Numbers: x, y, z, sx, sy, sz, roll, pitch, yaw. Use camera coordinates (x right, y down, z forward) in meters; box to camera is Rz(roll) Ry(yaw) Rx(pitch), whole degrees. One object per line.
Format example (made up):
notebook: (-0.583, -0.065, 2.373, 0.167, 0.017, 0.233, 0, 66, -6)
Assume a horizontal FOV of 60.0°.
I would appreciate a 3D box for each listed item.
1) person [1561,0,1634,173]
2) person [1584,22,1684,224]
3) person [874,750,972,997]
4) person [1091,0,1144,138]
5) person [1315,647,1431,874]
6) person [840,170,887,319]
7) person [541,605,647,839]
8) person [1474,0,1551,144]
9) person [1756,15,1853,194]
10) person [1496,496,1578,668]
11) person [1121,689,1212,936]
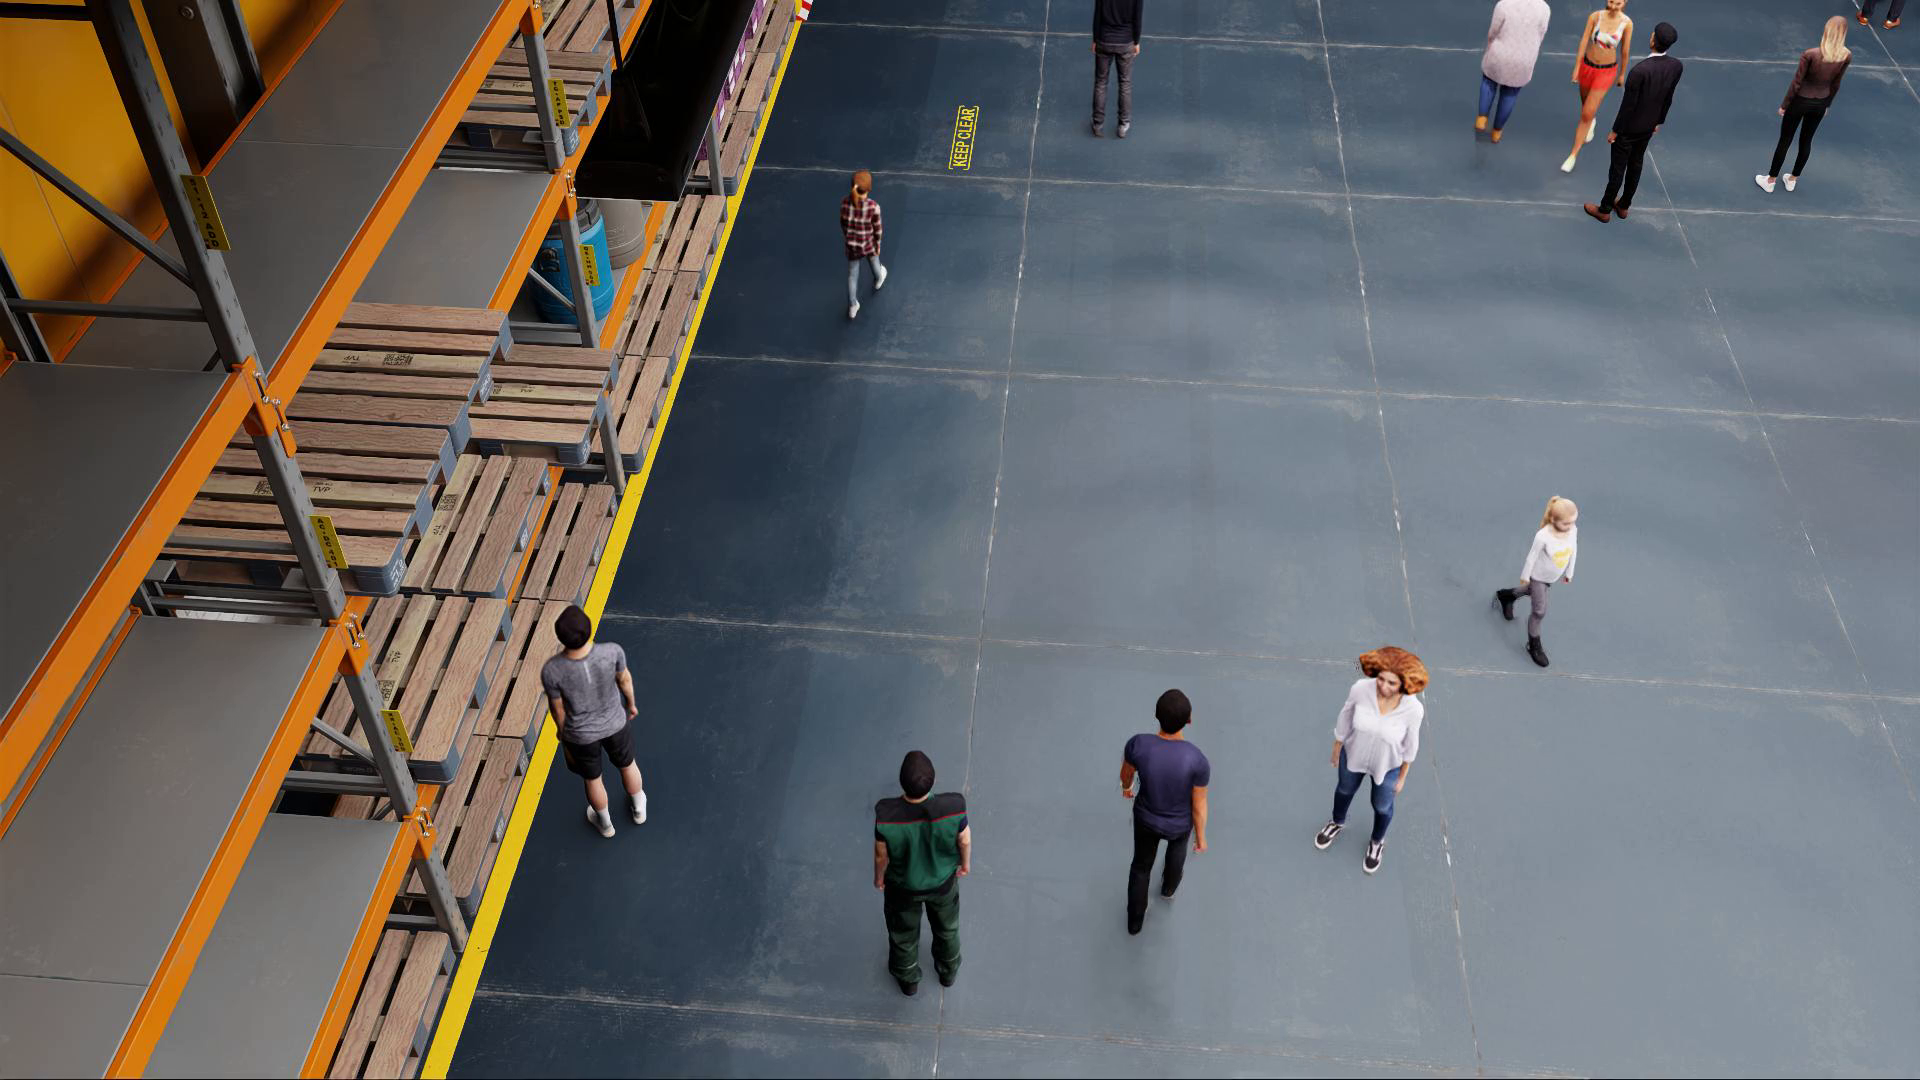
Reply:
person: (5.995, -4.409, 15.603, 0.976, 1.752, 1.237, 22, 48, 21)
person: (6.013, -3.696, 14.759, 0.772, 1.884, 0.735, -15, 46, -16)
person: (-0.214, 1.804, 8.976, 0.740, 1.899, 0.671, -8, 44, -8)
person: (1.483, -4.745, 15.873, 0.622, 1.866, 0.570, 1, 44, 1)
person: (2.418, 1.241, 9.704, 0.733, 1.710, 0.742, 22, 48, 21)
person: (-0.852, -2.451, 13.900, 0.604, 1.267, 0.917, 8, 44, 8)
person: (-2.138, 1.076, 9.760, 0.740, 1.871, 0.745, -19, 47, -19)
person: (5.233, -4.577, 15.795, 0.741, 1.730, 0.723, 13, 45, 13)
person: (7.730, -3.967, 15.174, 0.629, 1.704, 0.530, -2, 44, -2)
person: (3.879, 0.176, 11.143, 0.761, 1.266, 0.957, -17, 46, -17)
person: (1.108, 1.613, 9.276, 0.819, 1.762, 0.879, 13, 45, 13)
